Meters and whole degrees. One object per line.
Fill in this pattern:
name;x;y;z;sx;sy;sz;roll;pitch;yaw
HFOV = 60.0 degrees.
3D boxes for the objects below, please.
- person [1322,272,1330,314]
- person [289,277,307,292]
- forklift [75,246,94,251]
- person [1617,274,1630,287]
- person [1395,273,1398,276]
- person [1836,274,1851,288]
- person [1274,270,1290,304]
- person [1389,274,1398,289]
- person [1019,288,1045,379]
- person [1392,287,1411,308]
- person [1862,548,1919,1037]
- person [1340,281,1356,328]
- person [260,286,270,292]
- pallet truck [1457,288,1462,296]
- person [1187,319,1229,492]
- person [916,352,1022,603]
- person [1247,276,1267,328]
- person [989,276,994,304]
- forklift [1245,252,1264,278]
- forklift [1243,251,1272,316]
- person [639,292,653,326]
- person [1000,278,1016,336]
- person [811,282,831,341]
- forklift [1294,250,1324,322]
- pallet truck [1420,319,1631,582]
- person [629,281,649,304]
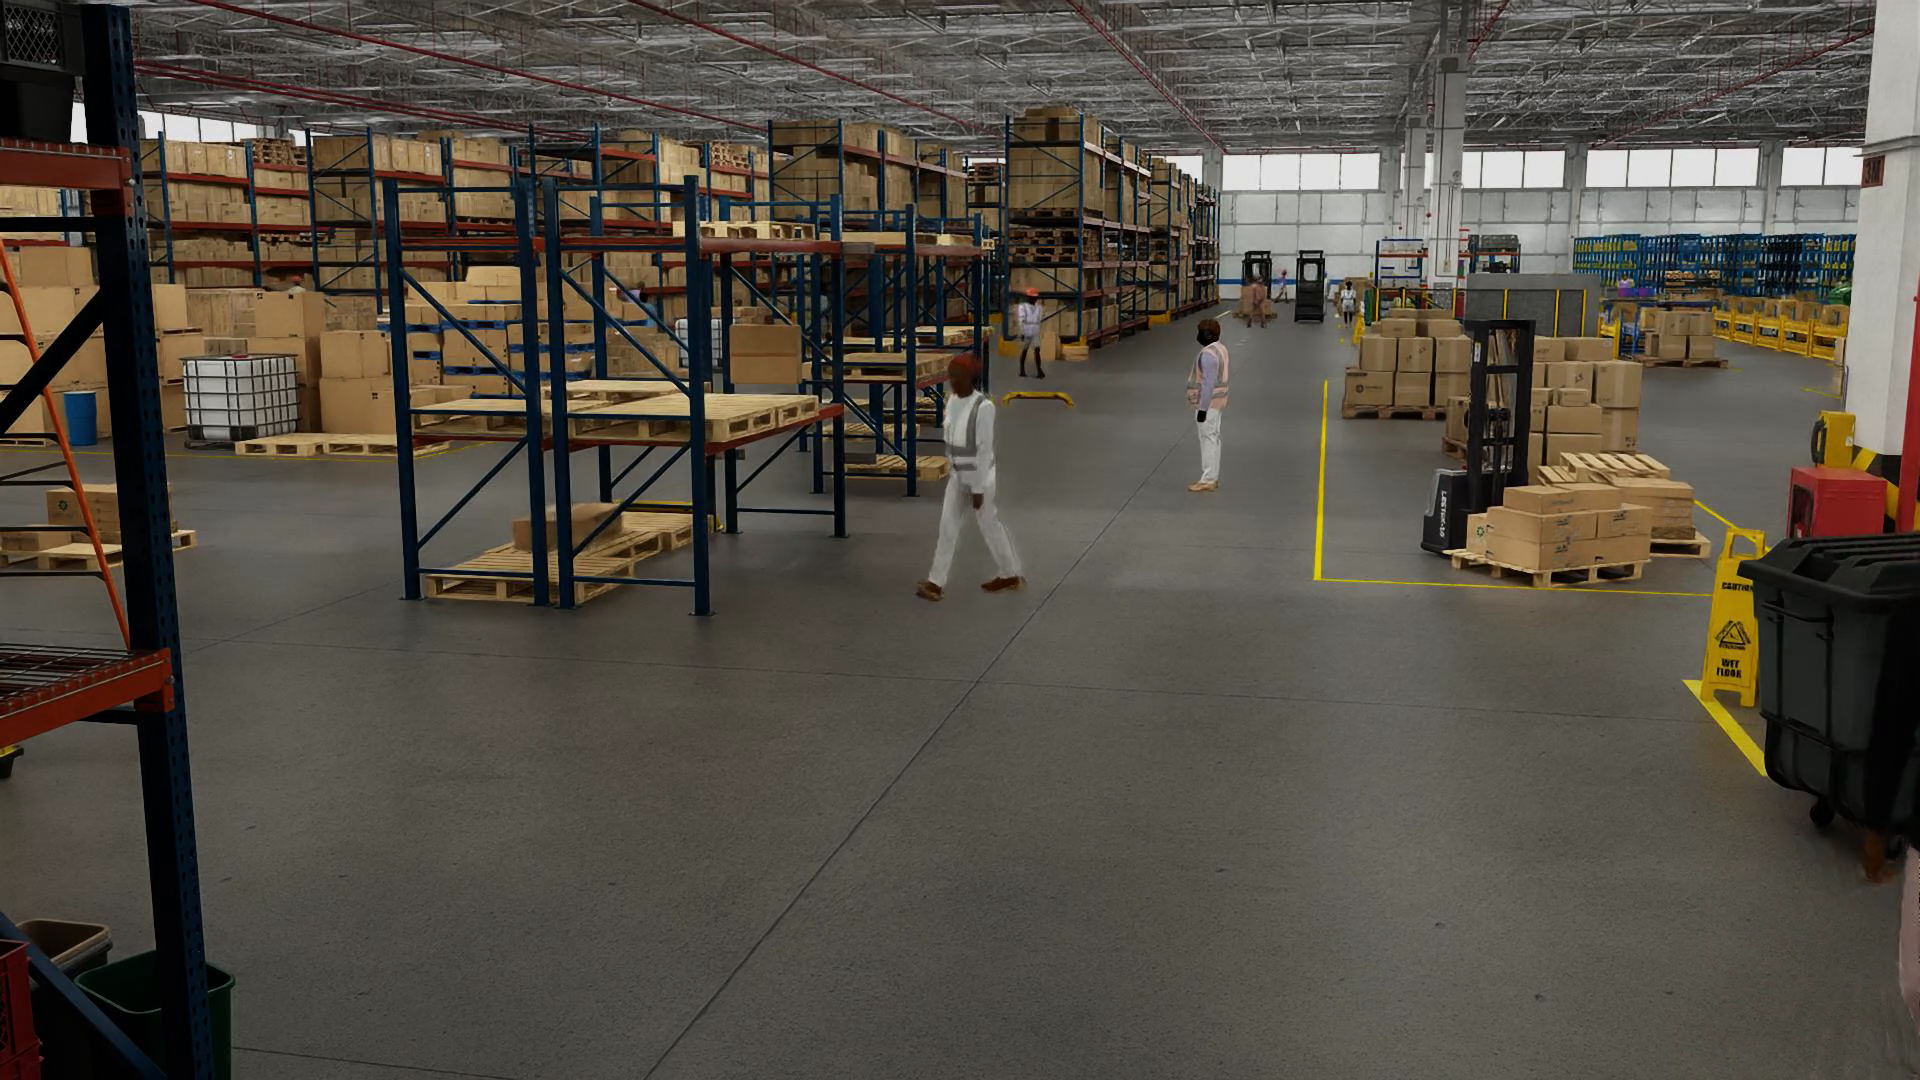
person;16.111;-10.940;73.808;0.623;1.920;0.461;3;10;15
person;-20.553;-7.205;51.679;0.616;1.945;1.045;3;10;16
forklift;-23.249;-6.429;44.276;1.873;2.768;1.129;-5;11;-28
person;28.835;-10.647;72.325;0.564;1.842;0.388;-1;10;-9
person;23.073;-13.283;88.258;0.485;1.734;0.346;-7;12;-35
person;39.062;-10.846;73.596;0.598;1.814;0.465;4;10;22
person;18.073;-14.198;93.175;0.890;1.908;0.552;3;10;19
person;19.392;-10.998;74.497;0.416;1.819;0.594;3;10;15
person;1.477;-4.326;34.793;0.549;1.891;1.010;-3;10;-17
person;12.493;-6.321;47.128;0.539;1.700;0.317;6;11;33
person;2.693;0.798;4.200;0.463;1.971;0.797;-9;13;-44
person;14.020;-8.502;60.121;0.541;1.676;0.647;3;10;15
person;-15.742;-4.868;38.037;0.991;1.874;0.606;-3;10;-19
pallet truck;20.506;-9.785;68.819;0.653;1.274;1.630;2;10;12
person;2.636;-1.431;17.752;0.429;1.843;0.633;3;10;18
person;0.063;-0.456;12.068;0.973;1.813;0.634;-7;12;-38
person;10.776;-8.622;60.250;0.631;1.876;0.906;-4;10;-22
person;1.680;-13.082;86.903;0.590;1.796;0.911;2;10;10
forklift;14.590;-12.901;82.603;1.129;2.768;1.873;2;10;12
forklift;12.439;-10.660;69.329;1.129;2.768;1.873;2;10;12
person;-7.662;-5.172;40.336;0.366;1.685;0.551;4;10;21
person;1.538;-7.229;51.917;0.407;1.902;0.639;-8;12;-39
person;-3.505;-5.488;41.541;0.967;1.914;0.649;-4;10;-22
forklift;13.778;-10.002;65.433;1.129;2.768;1.873;2;10;12
pallet truck;4.543;-0.757;13.299;0.823;1.965;1.885;-4;10;-22
person;-8.671;-6.073;45.129;0.636;1.875;1.036;6;12;34
